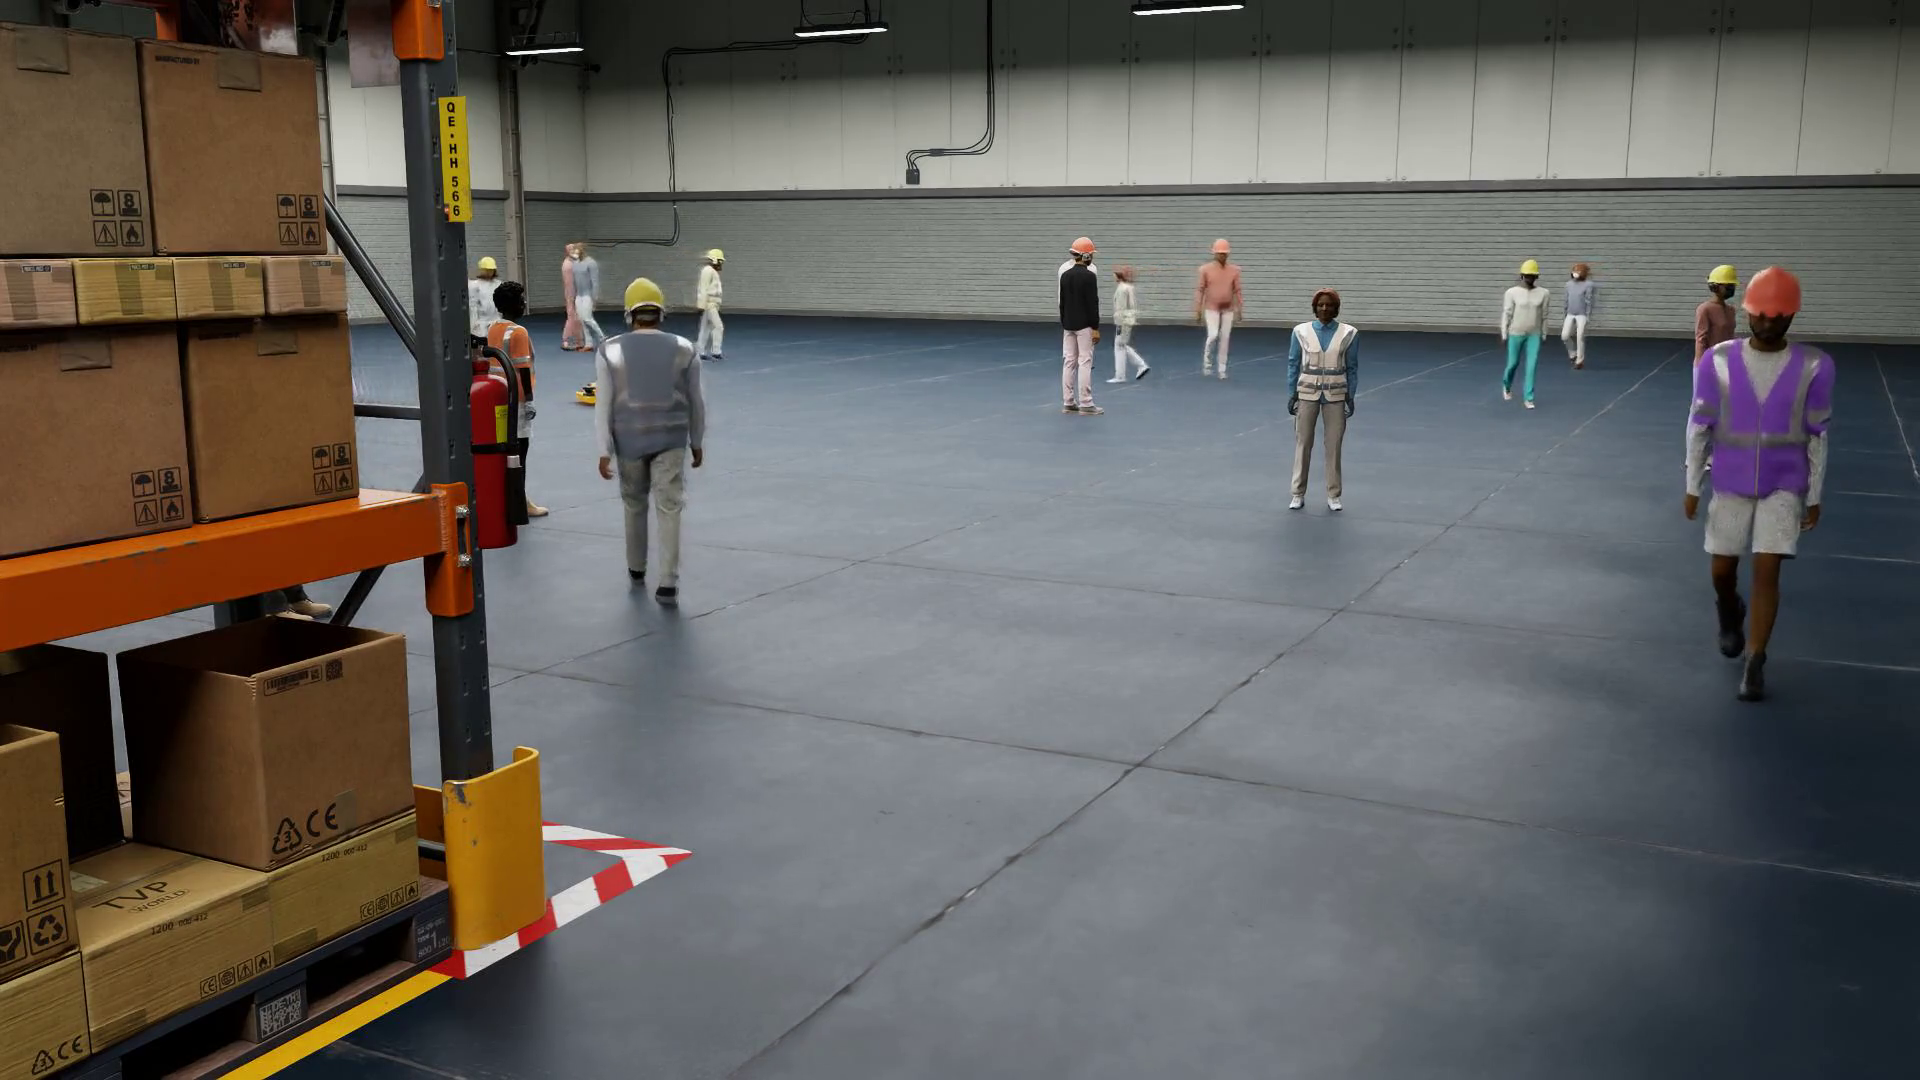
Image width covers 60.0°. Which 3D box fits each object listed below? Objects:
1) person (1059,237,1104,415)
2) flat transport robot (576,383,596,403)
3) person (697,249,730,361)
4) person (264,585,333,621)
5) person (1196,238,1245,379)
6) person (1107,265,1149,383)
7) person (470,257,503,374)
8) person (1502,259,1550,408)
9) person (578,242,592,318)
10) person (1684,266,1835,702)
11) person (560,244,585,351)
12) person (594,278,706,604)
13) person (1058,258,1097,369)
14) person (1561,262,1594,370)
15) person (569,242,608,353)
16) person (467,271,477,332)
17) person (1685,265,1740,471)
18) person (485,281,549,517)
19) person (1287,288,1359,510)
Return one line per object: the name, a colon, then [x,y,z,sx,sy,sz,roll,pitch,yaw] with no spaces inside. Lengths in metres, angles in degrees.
person: [1.373,-2.414,18.829,0.379,1.996,0.611,-7,13,-35]
flat transport robot: [-3.917,-1.823,20.315,1.431,0.197,0.652,-4,11,-21]
person: [-3.954,-3.763,26.725,0.695,1.793,0.611,0,10,-2]
person: [-3.513,-0.462,8.599,0.340,1.845,0.512,0,10,0]
person: [3.667,-3.250,23.430,0.637,1.973,0.434,-2,11,-10]
person: [2.303,-2.954,22.790,0.472,1.619,0.548,3,11,16]
person: [-6.404,-2.981,22.640,0.495,1.728,0.390,-7,12,-32]
person: [6.688,-2.448,19.719,0.531,1.748,0.704,1,10,6]
person: [-8.511,-5.757,37.421,0.328,1.865,0.521,7,13,35]
person: [3.564,-0.273,7.442,0.557,1.905,0.777,6,12,28]
person: [-6.812,-4.267,29.298,0.495,1.868,0.734,0,10,0]
person: [-1.729,-0.565,9.329,0.616,1.781,0.922,-3,11,-15]
person: [1.811,-3.538,25.202,0.655,1.906,0.407,-5,11,-23]
person: [9.274,-3.358,25.014,0.342,1.621,0.507,-8,13,-39]
person: [-6.476,-4.190,28.778,0.448,1.904,0.652,-10,14,-43]
person: [-7.165,-3.177,23.994,0.510,1.626,0.324,-3,11,-15]
person: [6.540,-1.490,14.417,0.525,1.770,0.307,-8,13,-37]
person: [-3.215,-1.009,11.984,0.315,1.696,0.541,-9,14,-41]
person: [2.671,-1.036,12.288,0.512,1.641,0.307,2,11,10]
